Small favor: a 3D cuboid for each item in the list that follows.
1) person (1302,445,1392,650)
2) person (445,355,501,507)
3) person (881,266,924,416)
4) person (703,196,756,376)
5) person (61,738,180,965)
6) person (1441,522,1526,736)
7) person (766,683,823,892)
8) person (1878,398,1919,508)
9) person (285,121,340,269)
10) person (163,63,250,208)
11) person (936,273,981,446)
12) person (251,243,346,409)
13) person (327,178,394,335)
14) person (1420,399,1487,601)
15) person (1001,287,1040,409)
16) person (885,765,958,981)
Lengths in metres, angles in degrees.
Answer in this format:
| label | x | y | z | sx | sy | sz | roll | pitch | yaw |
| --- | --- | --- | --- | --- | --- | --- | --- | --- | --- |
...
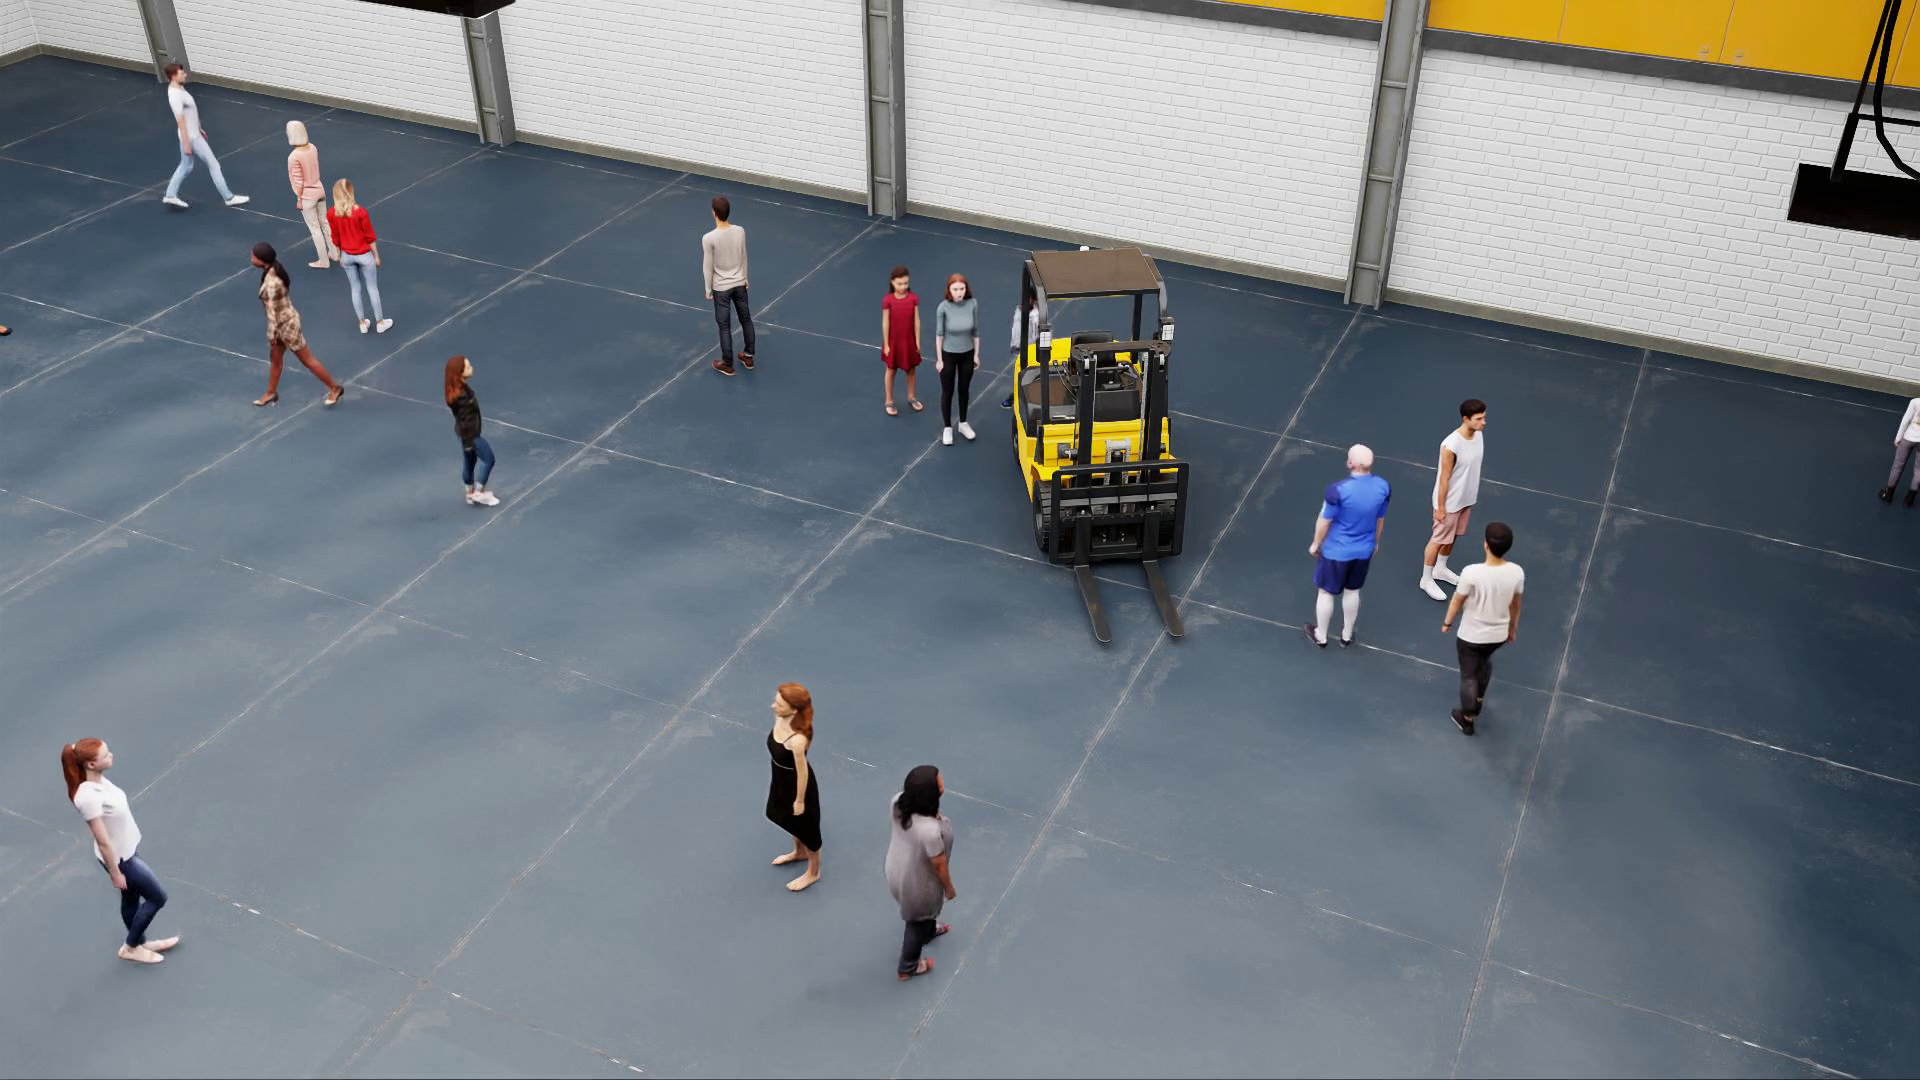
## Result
| label | x | y | z | sx | sy | sz | roll | pitch | yaw |
| --- | --- | --- | --- | --- | --- | --- | --- | --- | --- |
| person | 2.984 | 0.070 | 12.856 | 0.797 | 1.835 | 0.880 | -6 | 34 | -9 |
| person | -4.418 | -0.951 | 14.718 | 0.718 | 1.473 | 0.638 | -17 | 37 | -23 |
| person | -0.572 | -1.959 | 16.168 | 0.689 | 1.548 | 0.750 | -10 | 35 | -14 |
| person | -2.328 | -2.565 | 16.794 | 0.722 | 1.864 | 0.716 | -22 | 40 | -30 |
| person | -5.222 | 1.947 | 10.128 | 0.779 | 1.728 | 0.705 | -17 | 37 | -24 |
| person | 3.815 | 0.692 | 12.035 | 0.761 | 1.707 | 0.839 | -6 | 34 | -9 |
| person | -1.057 | 1.577 | 10.779 | 0.734 | 1.625 | 0.669 | -13 | 36 | -19 |
| person | 8.518 | -0.887 | 14.798 | 0.429 | 1.279 | 0.546 | 13 | 36 | 19 |
| person | -7.426 | -3.959 | 19.017 | 0.569 | 1.724 | 0.633 | 9 | 35 | 13 |
| person | -9.514 | -4.904 | 20.360 | 1.190 | 1.812 | 1.214 | -16 | 37 | -22 |
| person | -0.022 | -1.723 | 15.637 | 0.659 | 1.741 | 0.728 | -10 | 35 | -15 |
| person | -6.419 | -2.029 | 16.104 | 1.150 | 1.734 | 1.044 | -9 | 35 | -13 |
| person | -6.372 | -2.997 | 17.588 | 0.589 | 1.704 | 0.743 | 1 | 34 | 1 |
| person | 4.028 | -0.366 | 13.555 | 0.716 | 1.788 | 0.687 | -28 | 43 | -36 |
| person | 0.696 | -1.933 | 16.403 | 0.822 | 1.245 | 0.872 | -20 | 39 | -27 |
| person | -0.321 | 2.044 | 10.109 | 0.870 | 1.588 | 0.819 | -20 | 38 | -27 |
